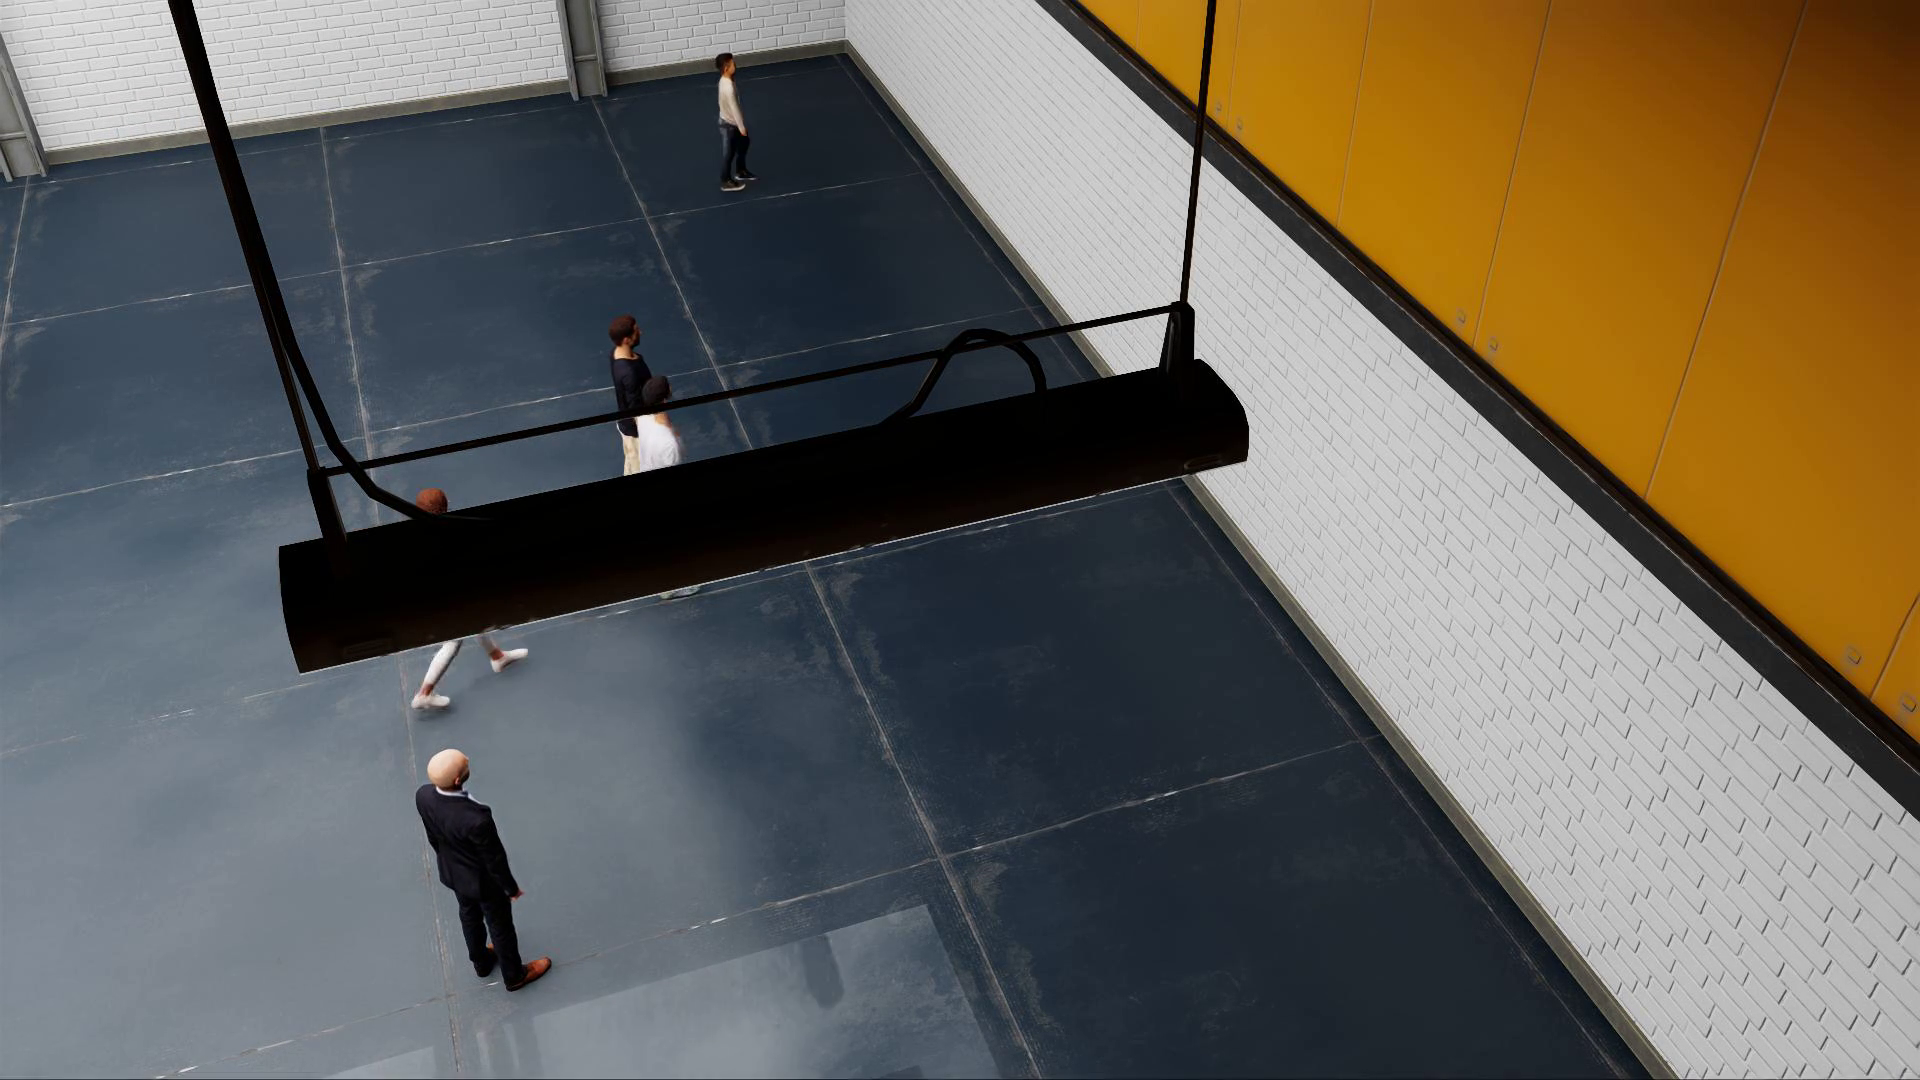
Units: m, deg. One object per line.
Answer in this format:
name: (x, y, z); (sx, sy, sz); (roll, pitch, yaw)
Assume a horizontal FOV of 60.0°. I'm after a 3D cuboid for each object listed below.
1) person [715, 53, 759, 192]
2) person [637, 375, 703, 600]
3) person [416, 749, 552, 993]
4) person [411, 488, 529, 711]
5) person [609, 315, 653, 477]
person: (-2.420, -4.257, 17.023); (0.663, 1.450, 0.604); (-5, 39, -6)
person: (-2.173, -0.313, 11.778); (0.664, 1.834, 0.756); (-18, 42, -21)
person: (-2.665, 1.817, 9.137); (0.766, 1.801, 0.804); (20, 43, 24)
person: (-3.425, 0.426, 10.988); (1.208, 1.665, 0.893); (-28, 47, -31)
person: (-2.435, -0.857, 12.445); (0.537, 1.852, 0.629); (-13, 40, -16)
